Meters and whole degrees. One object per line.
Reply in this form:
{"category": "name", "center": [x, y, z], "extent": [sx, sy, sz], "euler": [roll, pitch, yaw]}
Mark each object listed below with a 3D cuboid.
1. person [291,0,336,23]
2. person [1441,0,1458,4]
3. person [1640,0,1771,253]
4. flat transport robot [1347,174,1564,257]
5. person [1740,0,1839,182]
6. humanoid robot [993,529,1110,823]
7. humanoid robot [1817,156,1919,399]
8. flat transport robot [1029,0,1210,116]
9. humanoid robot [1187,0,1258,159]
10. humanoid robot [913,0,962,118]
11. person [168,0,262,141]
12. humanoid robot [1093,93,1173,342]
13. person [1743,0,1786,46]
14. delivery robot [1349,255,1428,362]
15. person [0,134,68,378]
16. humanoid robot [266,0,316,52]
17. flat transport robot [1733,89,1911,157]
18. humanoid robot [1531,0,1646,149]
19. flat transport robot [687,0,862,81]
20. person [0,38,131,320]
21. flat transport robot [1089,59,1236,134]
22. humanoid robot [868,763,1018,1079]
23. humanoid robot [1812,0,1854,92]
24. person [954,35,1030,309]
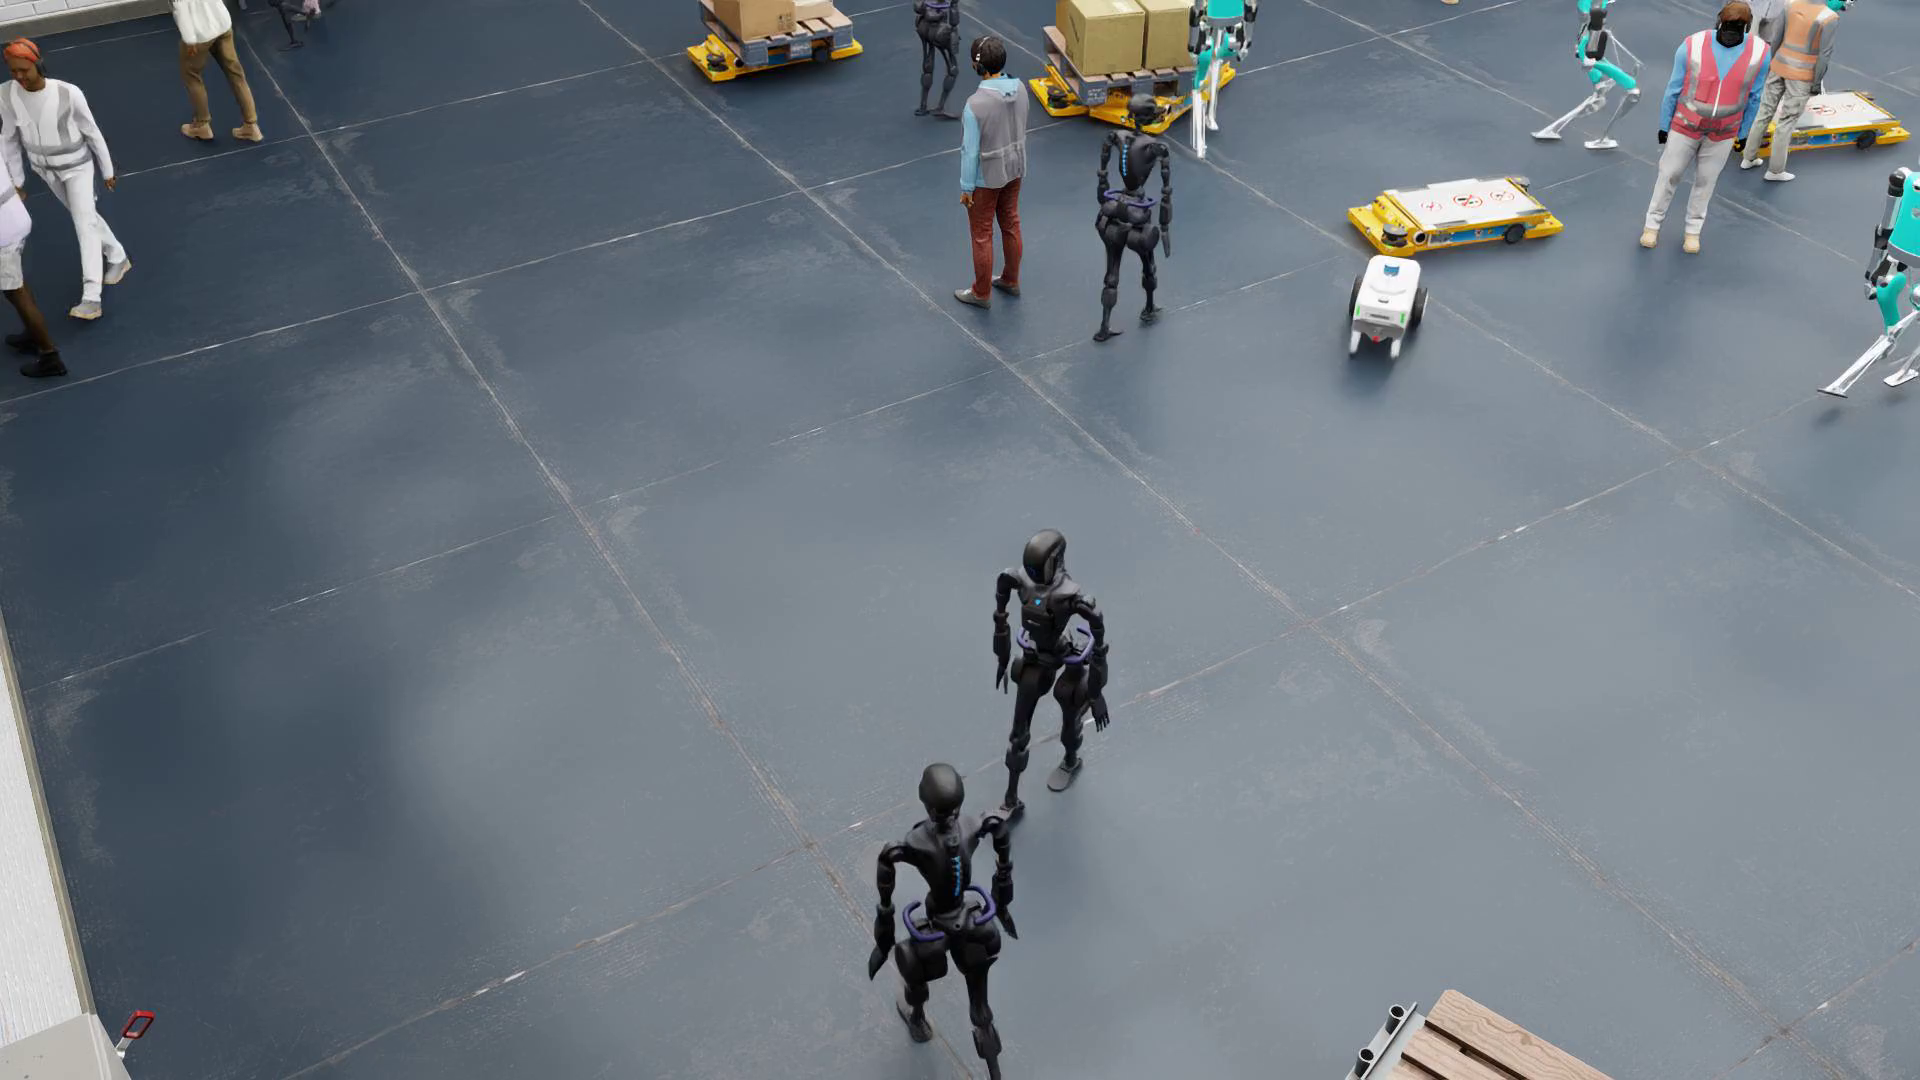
{"category": "person", "center": [-6.056, -5.655, 15.168], "extent": [0.507, 1.824, 0.600], "euler": [-8, 39, -10]}
{"category": "person", "center": [4.802, -6.018, 15.587], "extent": [0.573, 1.883, 0.355], "euler": [-26, 45, -29]}
{"category": "person", "center": [5.231, -2.894, 11.690], "extent": [0.628, 1.838, 0.431], "euler": [10, 40, 13]}
{"category": "flat transport robot", "center": [3.674, -2.403, 12.324], "extent": [1.431, 0.231, 0.659], "euler": [-10, 39, -12]}
{"category": "person", "center": [6.342, -3.542, 12.656], "extent": [0.310, 1.638, 0.512], "euler": [-16, 41, -19]}
{"category": "humanoid robot", "center": [0.402, 0.605, 7.410], "extent": [0.591, 1.633, 0.657], "euler": [19, 42, 22]}
{"category": "humanoid robot", "center": [5.853, -1.601, 10.136], "extent": [1.024, 1.733, 0.551], "euler": [-19, 42, -22]}
{"category": "flat transport robot", "center": [1.367, -3.893, 14.204], "extent": [1.431, 0.231, 0.659], "euler": [-9, 39, -11]}
{"category": "humanoid robot", "center": [2.002, -3.971, 13.140], "extent": [0.540, 1.778, 0.868], "euler": [-5, 39, -6]}
{"category": "humanoid robot", "center": [-0.197, -4.236, 13.506], "extent": [0.349, 1.647, 0.591], "euler": [-19, 42, -22]}
{"category": "person", "center": [-6.055, -4.010, 13.157], "extent": [0.772, 1.738, 0.555], "euler": [13, 40, 16]}
{"category": "humanoid robot", "center": [1.129, -2.111, 10.838], "extent": [0.600, 1.640, 0.605], "euler": [26, 45, 29]}
{"category": "person", "center": [6.601, -4.415, 13.744], "extent": [0.554, 1.669, 0.754], "euler": [3, 39, 4]}
{"category": "delivery robot", "center": [2.829, -1.584, 11.049], "extent": [0.499, 0.580, 0.757], "euler": [13, 40, 15]}
{"category": "person", "center": [-6.086, -1.953, 10.457], "extent": [0.595, 1.888, 0.553], "euler": [2, 38, 2]}
{"category": "humanoid robot", "center": [-6.018, -5.177, 14.699], "extent": [0.478, 1.641, 0.608], "euler": [-31, 48, -33]}
{"category": "flat transport robot", "center": [6.941, -3.405, 13.588], "extent": [1.431, 0.231, 0.659], "euler": [-8, 39, -10]}
{"category": "humanoid robot", "center": [5.095, -3.889, 13.032], "extent": [0.886, 1.773, 0.580], "euler": [7, 39, 9]}
{"category": "flat transport robot", "center": [-1.658, -4.418, 14.866], "extent": [1.431, 0.231, 0.659], "euler": [-17, 42, -21]}
{"category": "person", "center": [-6.008, -2.409, 11.077], "extent": [0.585, 1.836, 0.982], "euler": [4, 39, 5]}
{"category": "flat transport robot", "center": [1.740, -3.855, 14.156], "extent": [0.659, 0.231, 1.431], "euler": [22, 44, 26]}
{"category": "humanoid robot", "center": [-0.035, 1.515, 6.292], "extent": [0.609, 1.637, 0.780], "euler": [-16, 41, -19]}
{"category": "humanoid robot", "center": [7.264, -4.678, 14.011], "extent": [0.549, 1.767, 0.894], "euler": [-3, 39, -4]}
{"category": "person", "center": [0.226, -2.415, 11.051], "extent": [0.534, 1.873, 0.415], "euler": [-30, 47, -33]}
